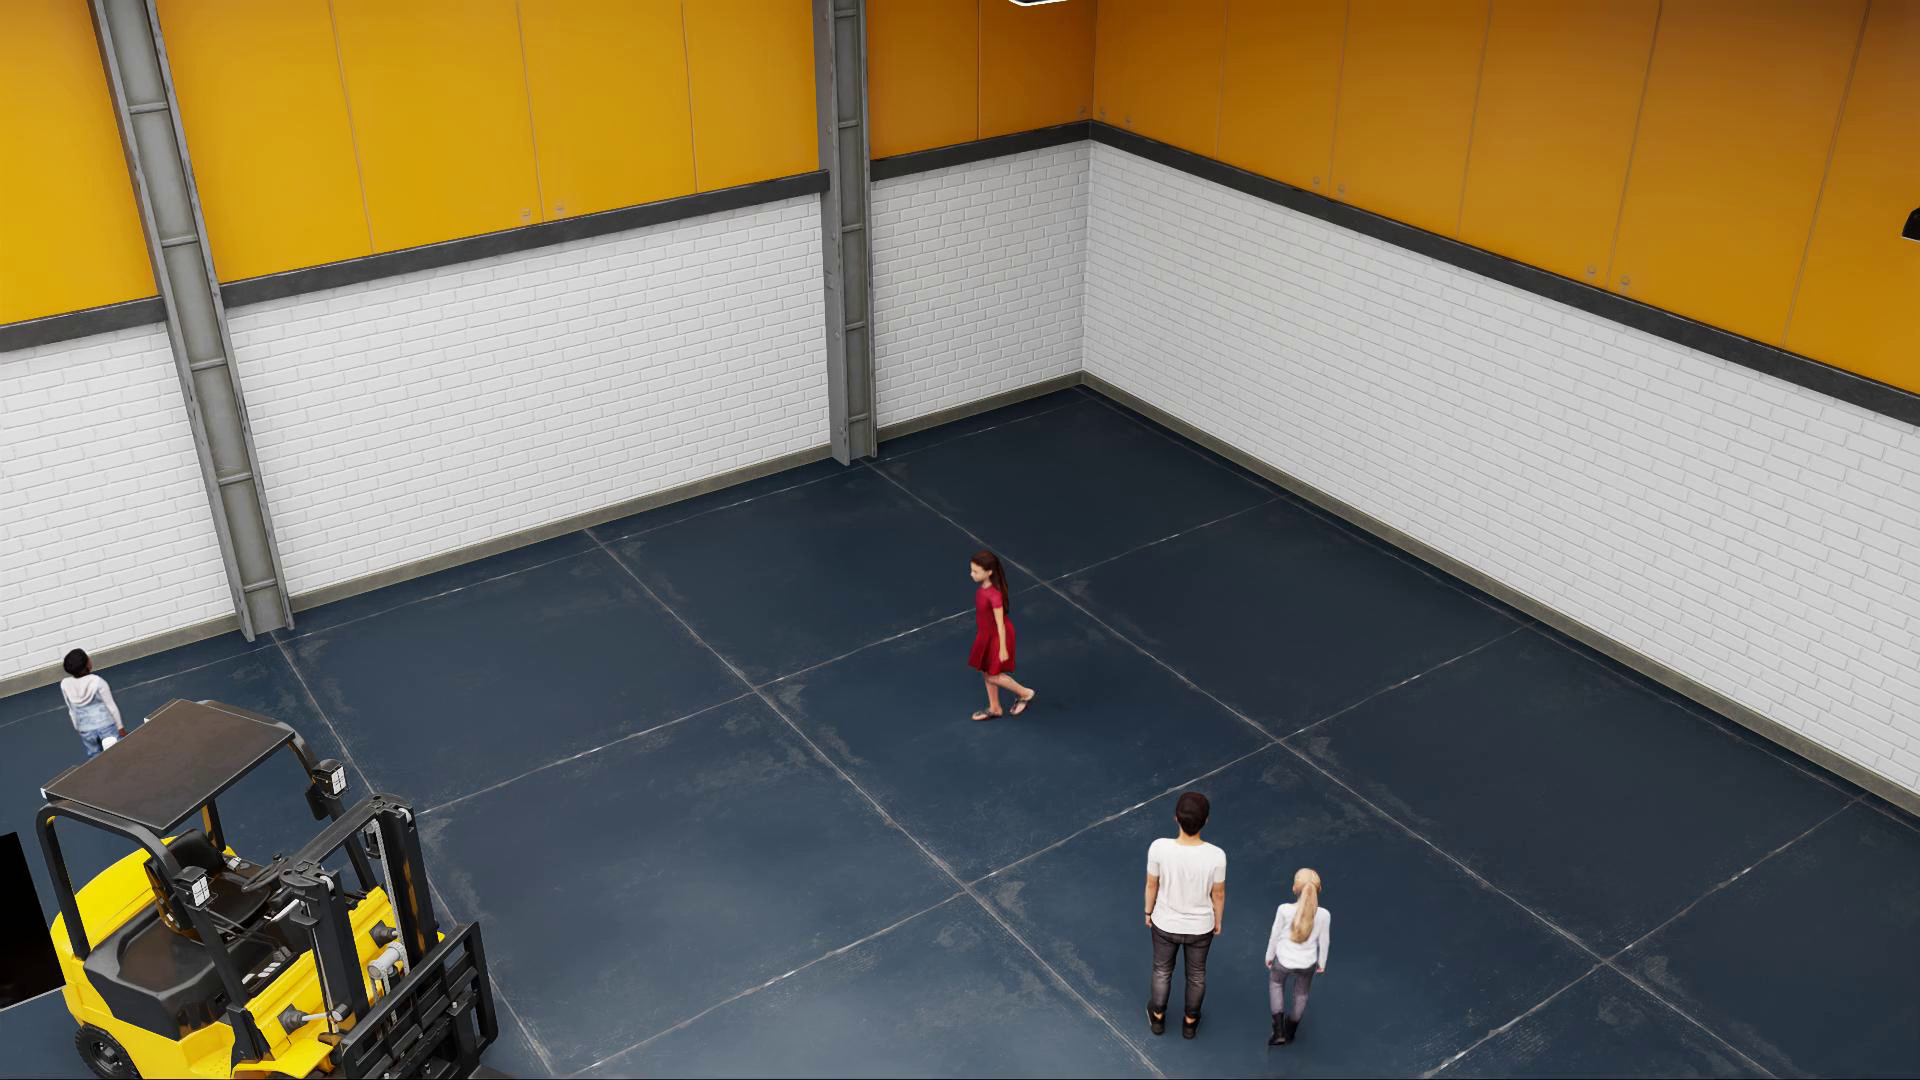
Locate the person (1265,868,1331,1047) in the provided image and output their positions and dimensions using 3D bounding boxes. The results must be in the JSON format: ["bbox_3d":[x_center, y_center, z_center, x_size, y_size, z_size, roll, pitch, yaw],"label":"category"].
[{"bbox_3d":[1.998,2.535,9.891,0.688,1.270,0.748,4,29,8],"label":"person"}]

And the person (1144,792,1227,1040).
[{"bbox_3d":[1.332,2.251,9.944,0.681,1.717,0.741,5,29,8],"label":"person"}]

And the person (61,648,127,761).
[{"bbox_3d":[-6.279,1.340,12.092,0.546,1.260,0.622,-2,29,-4],"label":"person"}]

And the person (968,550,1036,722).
[{"bbox_3d":[0.345,0.731,12.928,0.842,1.527,0.671,-8,30,-15],"label":"person"}]
